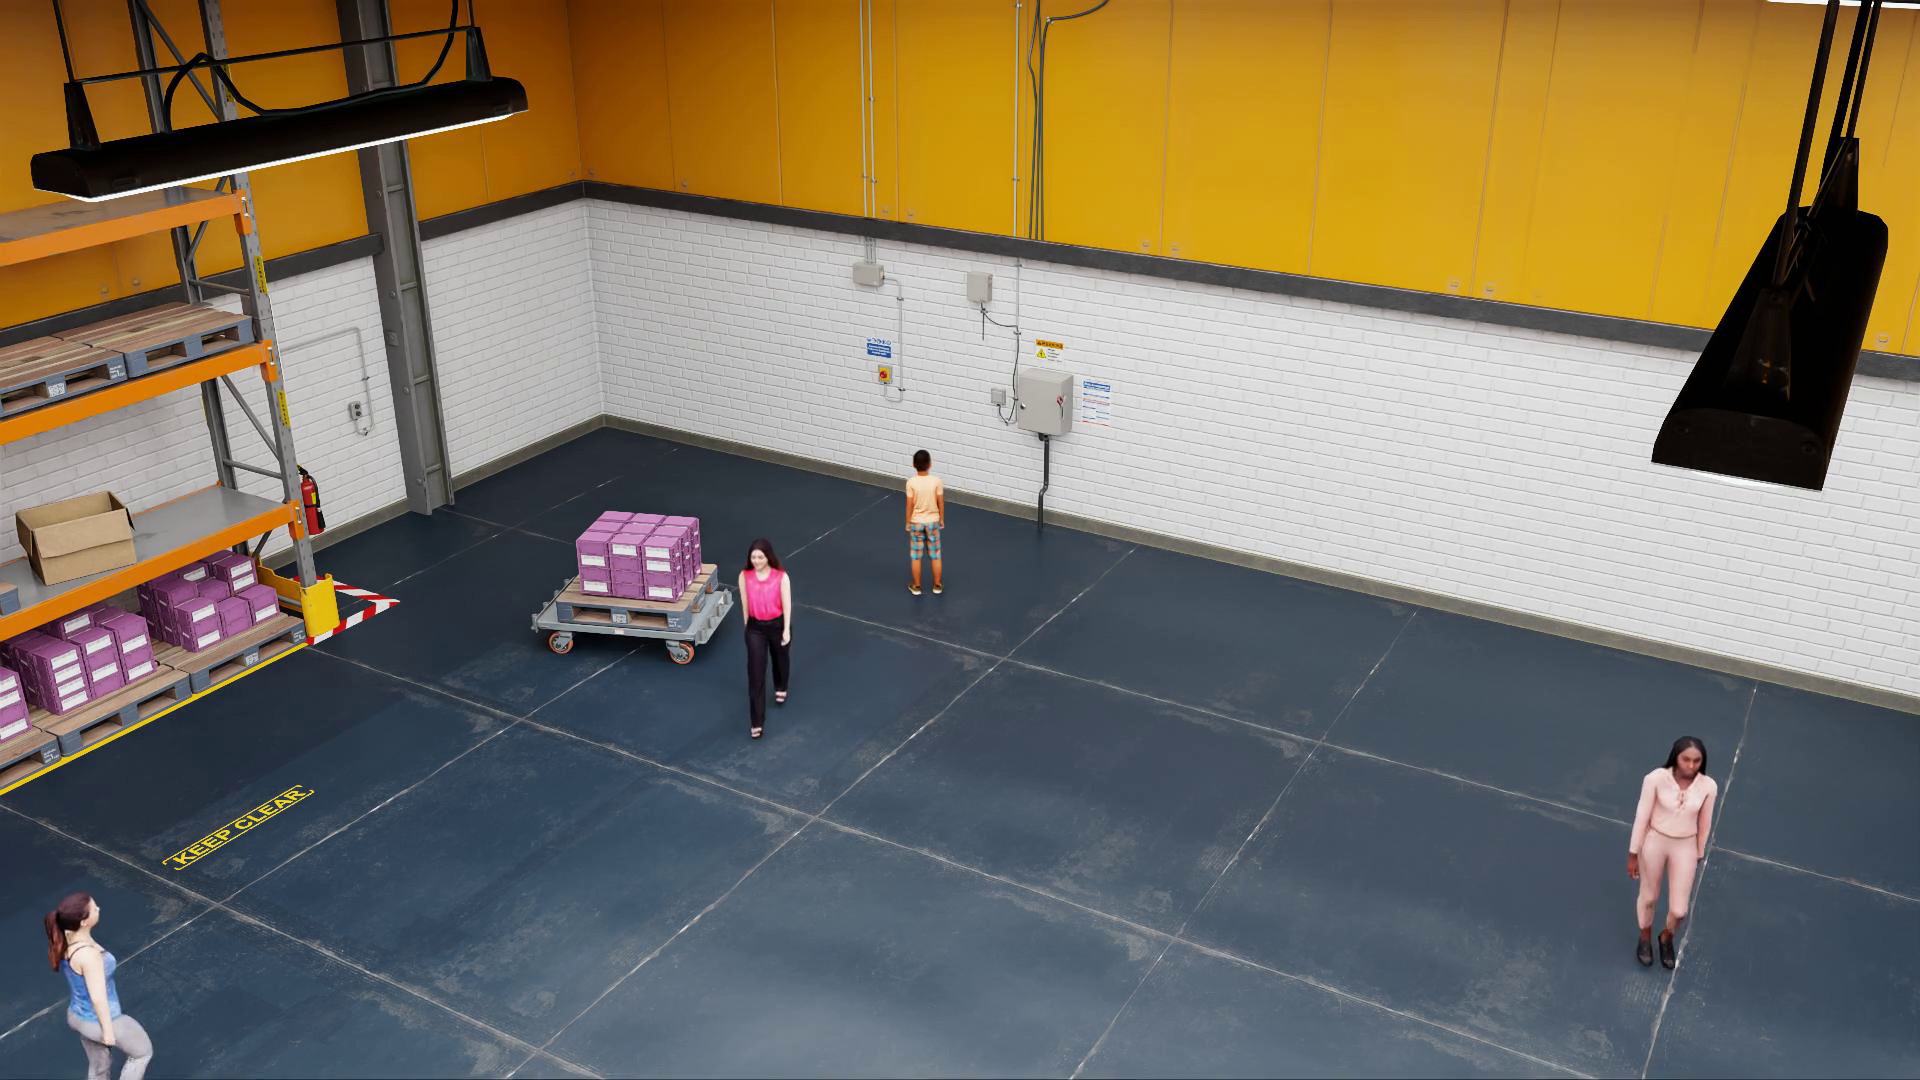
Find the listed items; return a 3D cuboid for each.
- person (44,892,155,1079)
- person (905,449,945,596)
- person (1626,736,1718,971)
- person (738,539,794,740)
[{"bbox_3d":[-4.891,2.703,9.303,0.595,1.597,0.601,16,28,32],"label":"person"},{"bbox_3d":[-0.341,-0.172,16.051,0.598,1.460,0.638,-3,24,-8],"label":"person"},{"bbox_3d":[4.576,1.986,10.807,0.683,1.706,0.684,7,25,15],"label":"person"},{"bbox_3d":[-1.570,0.743,13.761,0.952,1.618,1.159,0,24,-1],"label":"person"}]
